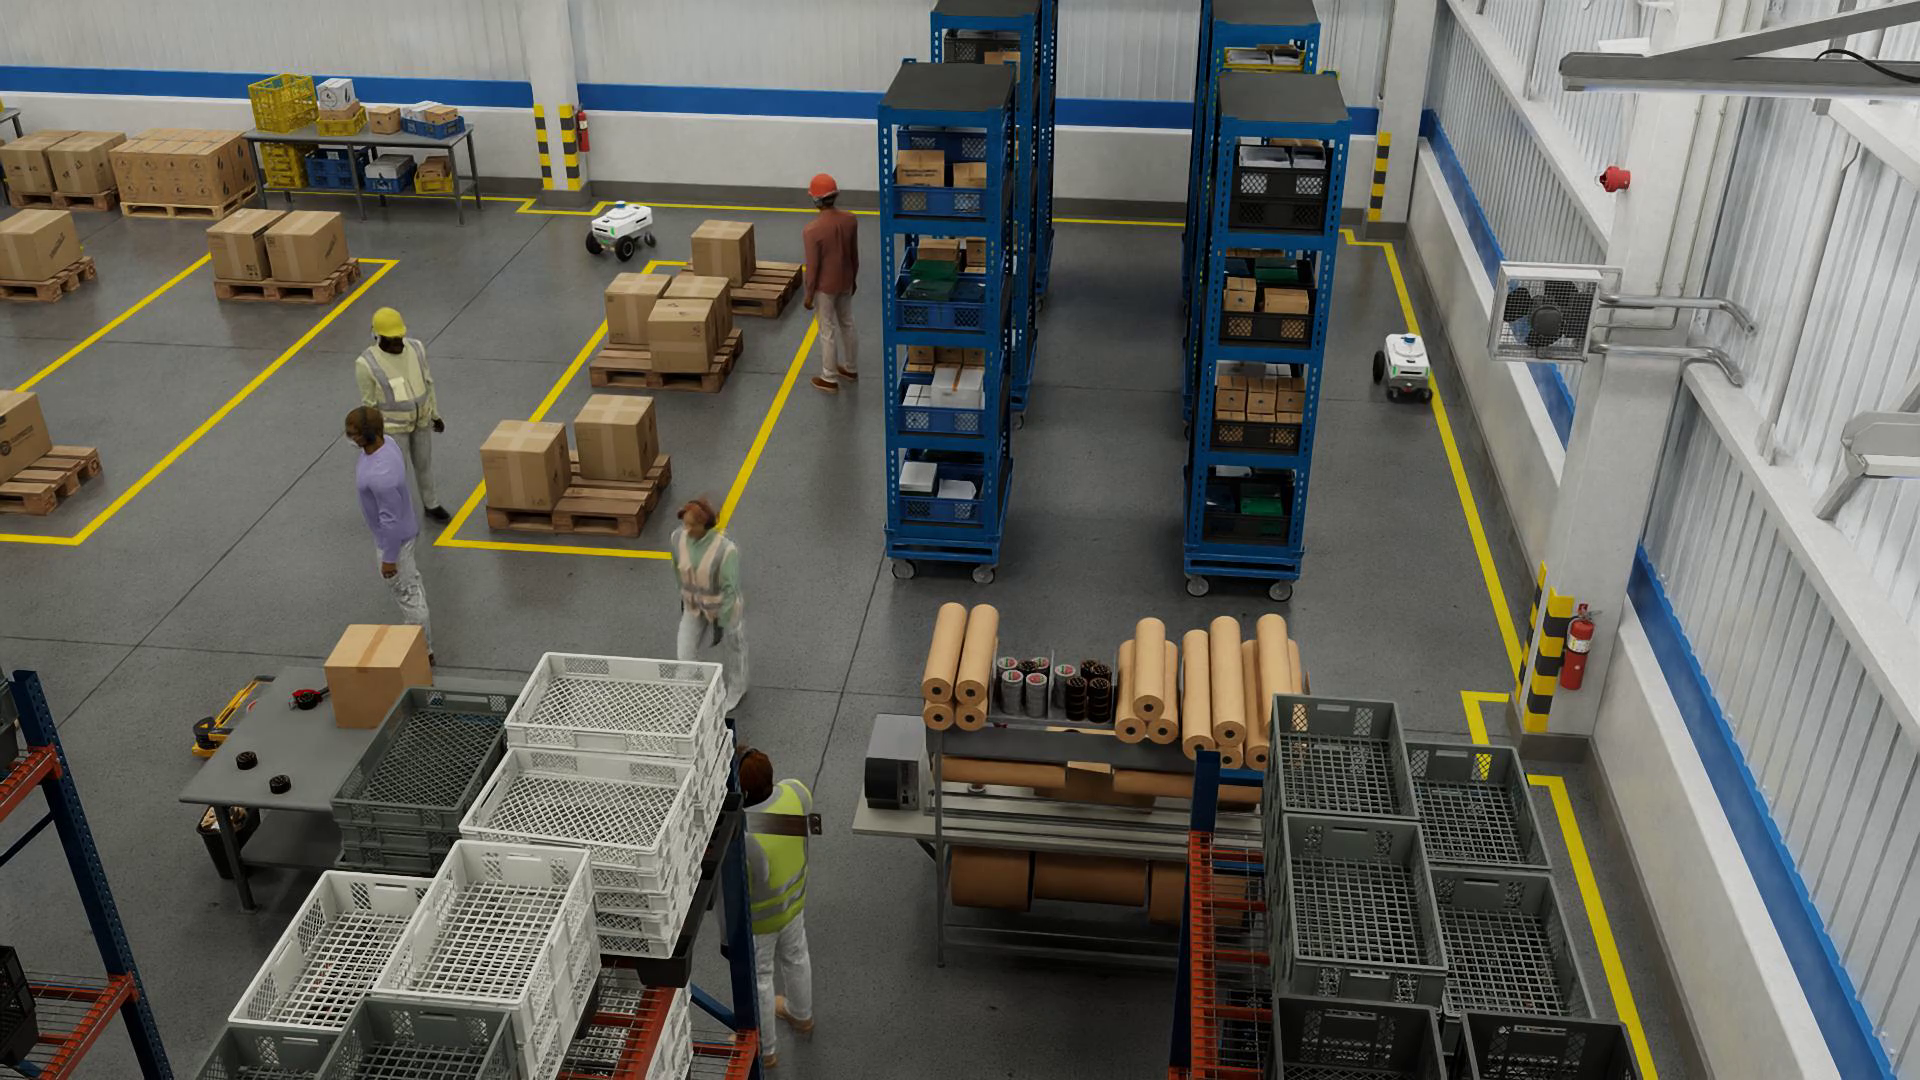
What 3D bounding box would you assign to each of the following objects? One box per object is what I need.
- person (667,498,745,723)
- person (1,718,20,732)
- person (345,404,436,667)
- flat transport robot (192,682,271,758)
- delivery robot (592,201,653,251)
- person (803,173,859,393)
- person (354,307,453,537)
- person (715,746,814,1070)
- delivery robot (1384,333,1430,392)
[{"bbox_3d":[-1.641,0.506,10.457,0.529,1.600,0.821,12,32,20],"label":"person"},{"bbox_3d":[-6.328,0.526,10.333,0.537,1.695,0.320,1,30,2],"label":"person"},{"bbox_3d":[-3.778,-0.016,11.028,0.372,1.940,0.632,-10,32,-16],"label":"person"},{"bbox_3d":[-4.089,1.163,10.648,1.431,0.197,0.652,3,30,6],"label":"flat transport robot"},{"bbox_3d":[-3.705,-3.476,18.246,0.477,0.478,0.707,16,34,25],"label":"delivery robot"},{"bbox_3d":[-1.167,-2.308,14.912,0.401,1.989,0.623,25,39,36],"label":"person"},{"bbox_3d":[-4.234,-0.919,12.686,0.404,1.831,0.592,22,37,33],"label":"person"},{"bbox_3d":[-0.962,1.767,8.073,0.429,1.836,0.632,19,35,29],"label":"person"},{"bbox_3d":[4.052,-1.632,15.080,0.477,0.478,0.707,4,31,7],"label":"delivery robot"}]
